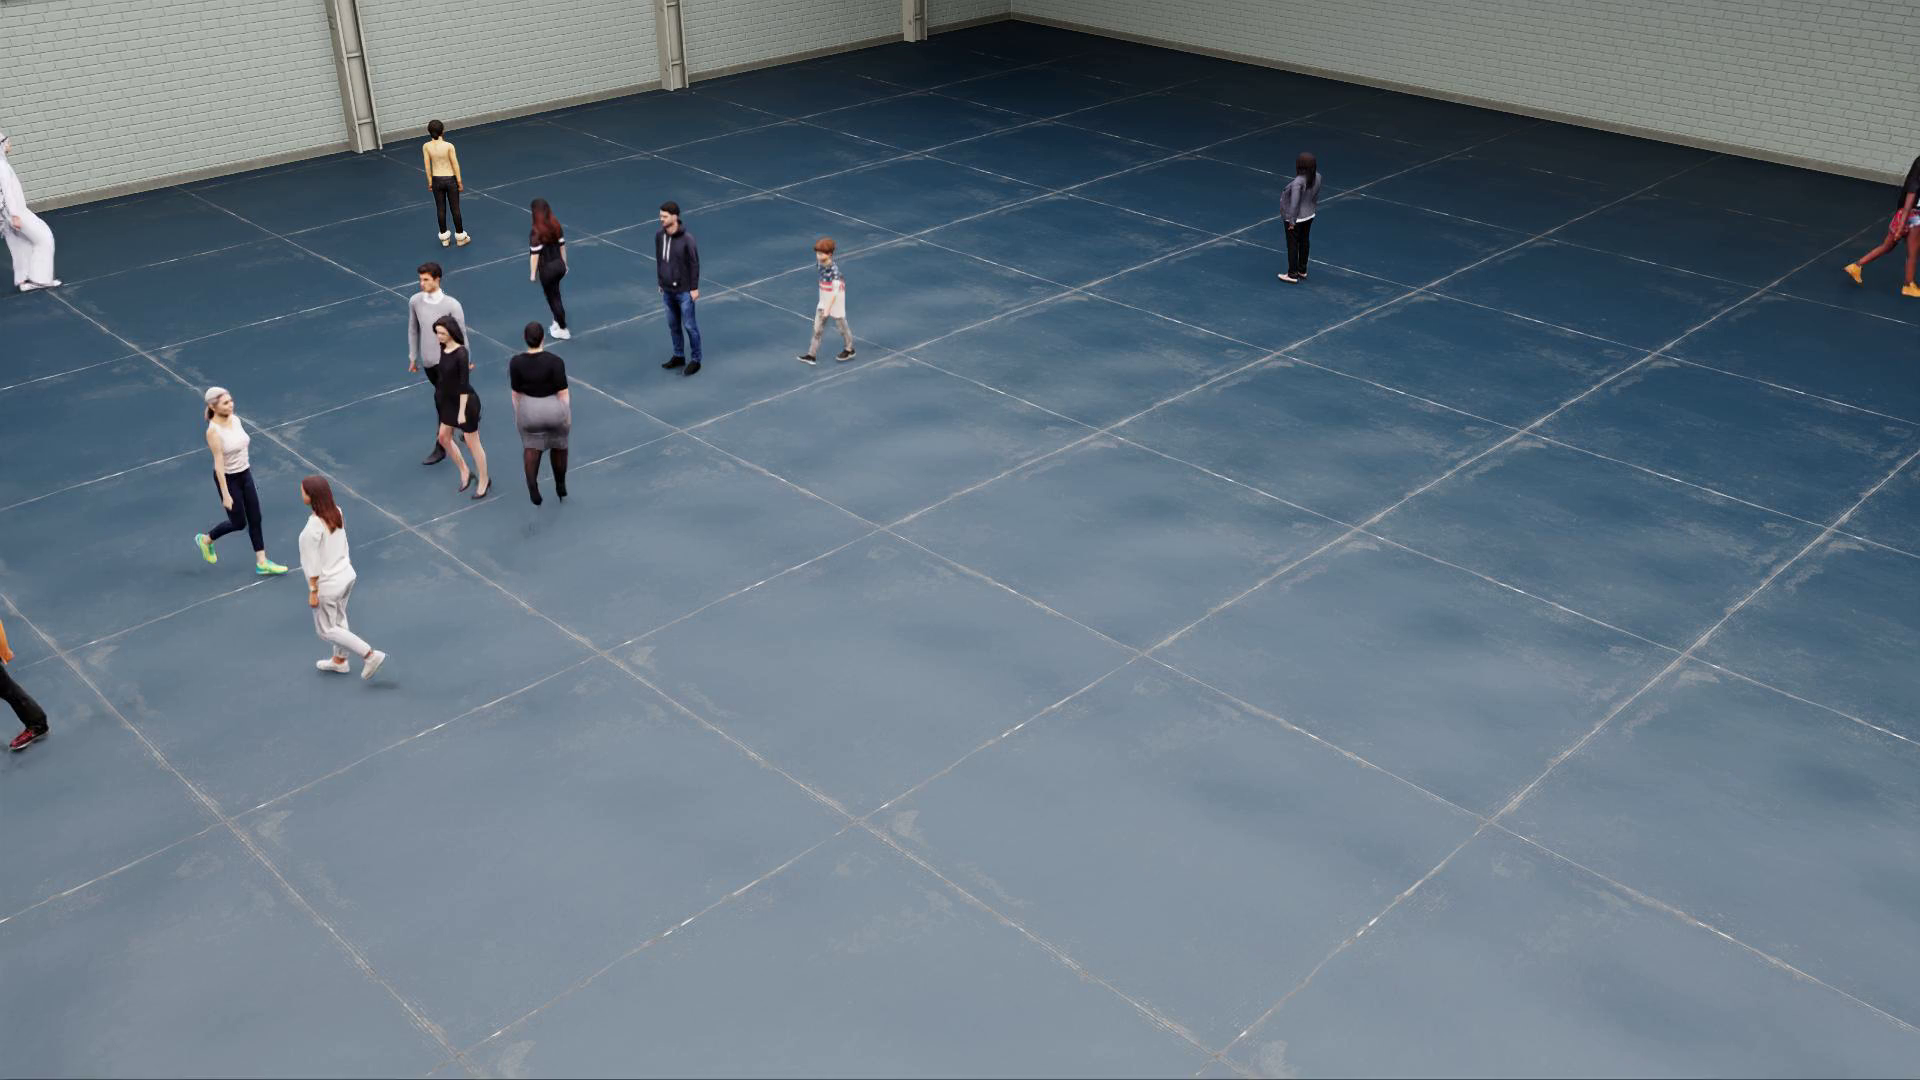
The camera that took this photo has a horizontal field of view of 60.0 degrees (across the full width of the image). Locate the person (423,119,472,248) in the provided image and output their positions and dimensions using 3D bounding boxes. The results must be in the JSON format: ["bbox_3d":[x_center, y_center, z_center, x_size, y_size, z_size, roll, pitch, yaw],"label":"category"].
[{"bbox_3d":[-6.725,-4.666,21.697,0.690,1.660,0.757,-1,28,-2],"label":"person"}]

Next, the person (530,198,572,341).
[{"bbox_3d":[-4.527,-3.014,18.627,0.739,1.629,0.614,15,31,26],"label":"person"}]

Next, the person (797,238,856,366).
[{"bbox_3d":[-1.339,-2.580,18.065,0.534,1.392,0.937,23,36,37],"label":"person"}]

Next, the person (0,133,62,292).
[{"bbox_3d":[-11.474,-3.914,20.014,0.803,1.915,0.744,-21,34,-34],"label":"person"}]

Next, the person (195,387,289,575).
[{"bbox_3d":[-6.089,-0.468,13.784,1.010,1.688,1.005,3,28,6],"label":"person"}]

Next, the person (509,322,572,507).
[{"bbox_3d":[-3.738,-1.059,14.840,0.975,1.738,1.035,0,28,0],"label":"person"}]

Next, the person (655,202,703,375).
[{"bbox_3d":[-2.995,-2.709,17.775,0.730,1.892,0.654,16,32,27],"label":"person"}]

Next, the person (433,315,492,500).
[{"bbox_3d":[-4.412,-1.204,15.055,0.617,1.793,0.618,-22,35,-35],"label":"person"}]

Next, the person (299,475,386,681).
[{"bbox_3d":[-4.628,0.311,12.332,0.956,1.678,0.917,3,28,6],"label":"person"}]

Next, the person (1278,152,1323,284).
[{"bbox_3d":[4.193,-3.987,20.490,0.581,1.597,0.721,-24,36,-37],"label":"person"}]

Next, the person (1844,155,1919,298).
[{"bbox_3d":[11.282,-3.796,20.028,0.934,1.694,1.178,12,30,22],"label":"person"}]

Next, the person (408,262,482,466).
[{"bbox_3d":[-4.936,-1.767,15.998,1.022,1.900,1.350,13,31,22],"label":"person"}]
